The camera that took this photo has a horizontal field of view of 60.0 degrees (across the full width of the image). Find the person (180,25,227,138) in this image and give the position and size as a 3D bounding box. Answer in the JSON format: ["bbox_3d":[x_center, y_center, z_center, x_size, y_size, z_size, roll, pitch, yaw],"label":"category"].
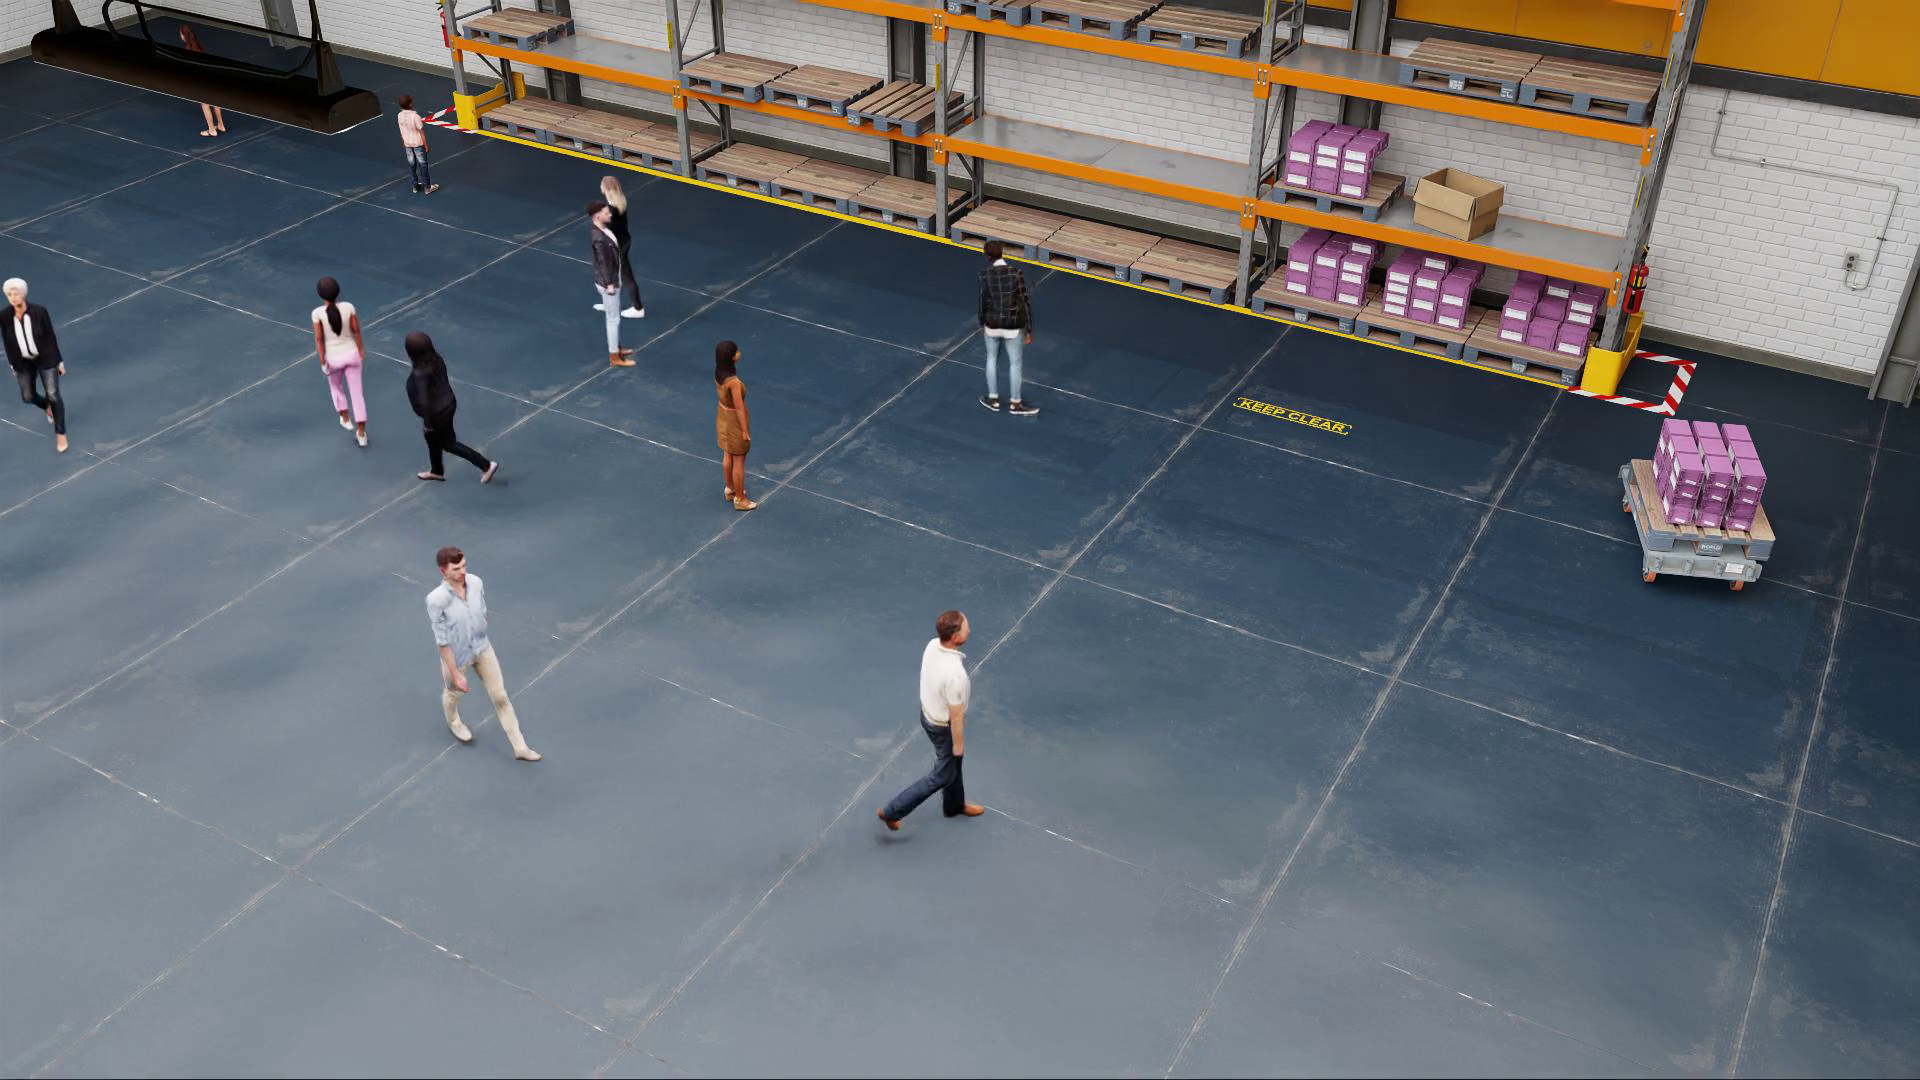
[{"bbox_3d":[-10.709,-6.491,23.459,0.654,1.552,0.597,10,35,15],"label":"person"}]

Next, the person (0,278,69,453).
[{"bbox_3d":[-8.933,-1.720,16.045,0.978,1.777,0.945,-8,34,-12],"label":"person"}]

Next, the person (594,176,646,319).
[{"bbox_3d":[-3.685,-3.223,18.435,0.950,1.672,0.841,2,34,2],"label":"person"}]

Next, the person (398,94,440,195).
[{"bbox_3d":[-7.132,-5.181,21.710,0.478,1.307,0.613,8,34,12],"label":"person"}]

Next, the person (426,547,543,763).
[{"bbox_3d":[-3.697,0.822,12.235,1.267,1.798,0.833,26,42,34],"label":"person"}]

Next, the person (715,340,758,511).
[{"bbox_3d":[-2.066,-1.054,15.156,0.706,1.690,0.600,-18,37,-24],"label":"person"}]

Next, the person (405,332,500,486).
[{"bbox_3d":[-4.766,-1.186,15.446,1.129,1.588,0.991,-3,34,-4],"label":"person"}]

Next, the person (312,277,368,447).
[{"bbox_3d":[-5.951,-1.698,16.099,0.825,1.718,0.947,-17,37,-24],"label":"person"}]

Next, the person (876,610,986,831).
[{"bbox_3d":[-0.205,1.290,11.497,1.149,1.835,1.090,-10,35,-15],"label":"person"}]

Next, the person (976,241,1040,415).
[{"bbox_3d":[0.478,-2.100,16.633,0.625,1.796,0.948,15,36,21],"label":"person"}]

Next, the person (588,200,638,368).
[{"bbox_3d":[-3.711,-2.717,17.524,0.779,1.837,0.730,-7,34,-10],"label":"person"}]
